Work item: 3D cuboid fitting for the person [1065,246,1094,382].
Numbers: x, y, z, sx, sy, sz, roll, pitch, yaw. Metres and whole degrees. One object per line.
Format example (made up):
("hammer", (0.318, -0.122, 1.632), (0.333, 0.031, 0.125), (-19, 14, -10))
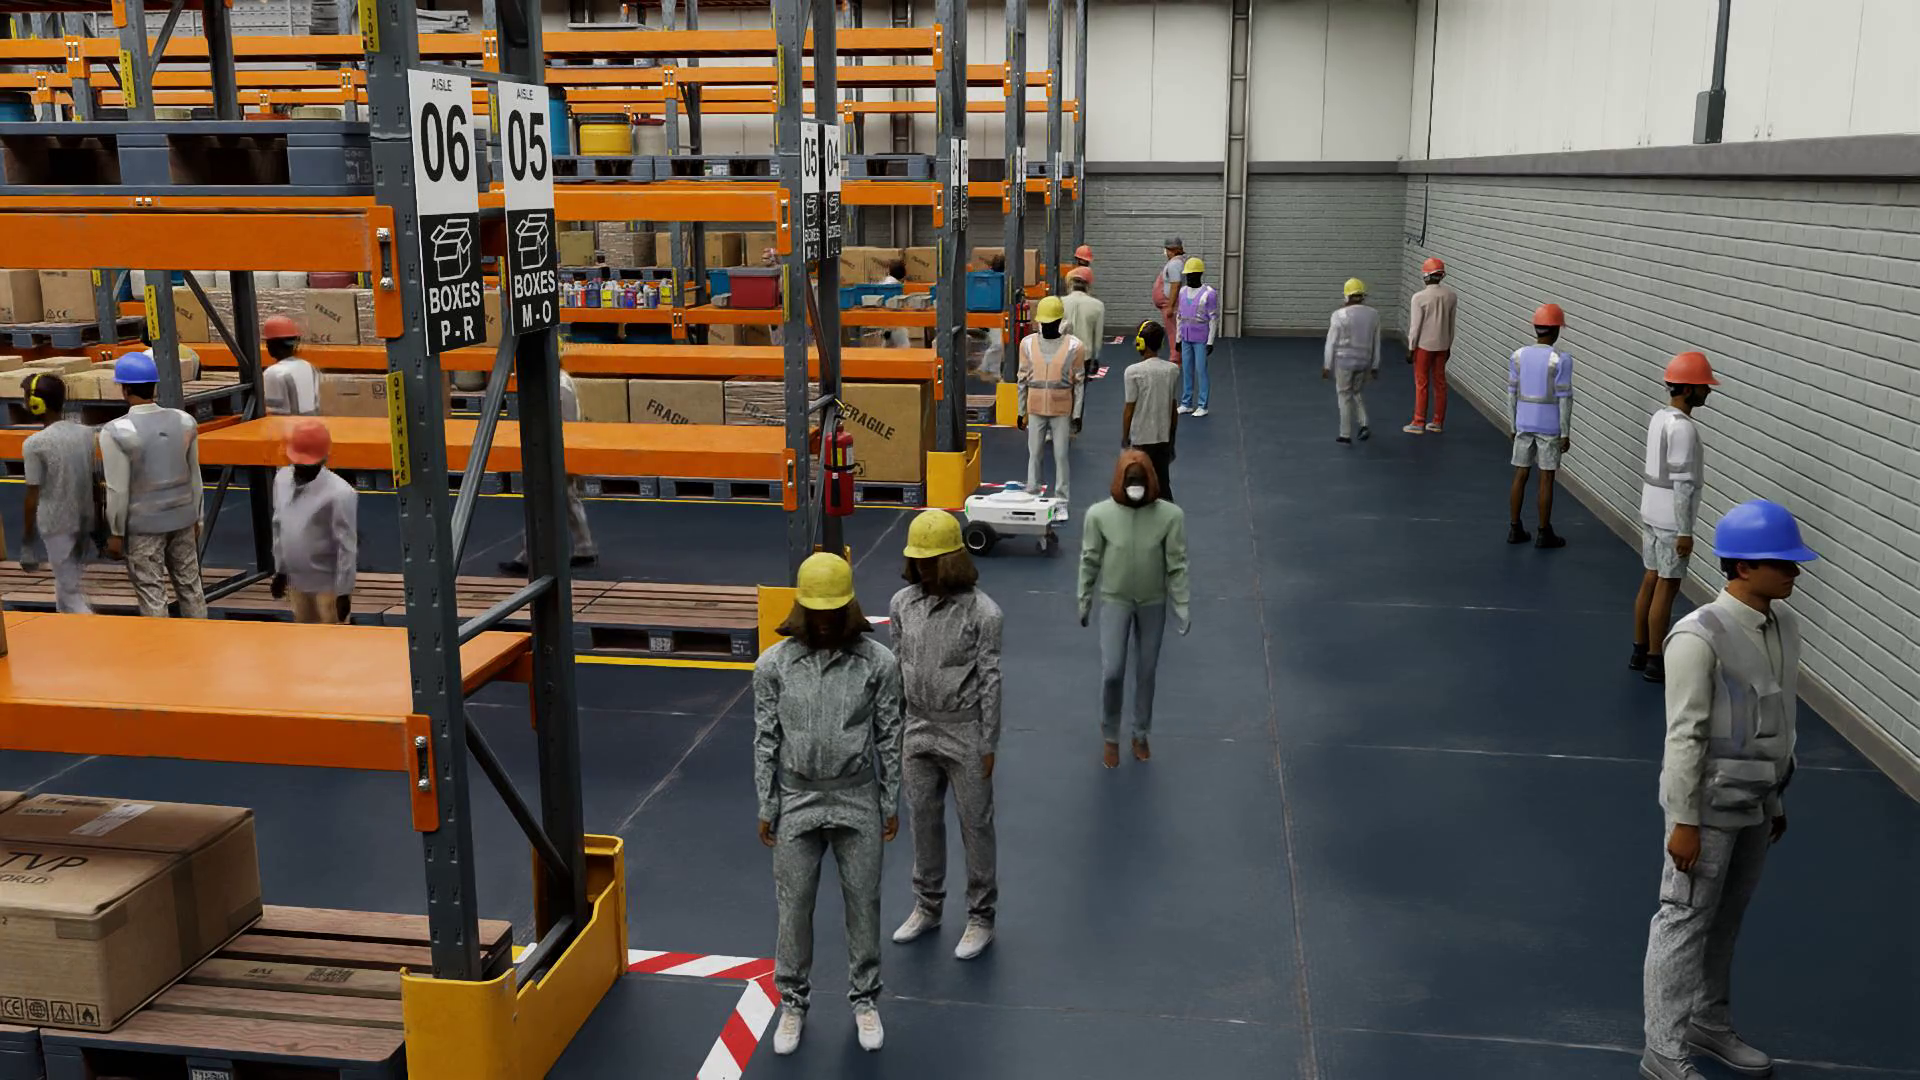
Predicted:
("person", (1.702, -3.173, 23.454), (0.374, 1.928, 0.542), (7, 14, 29))

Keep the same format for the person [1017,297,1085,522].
("person", (0.764, -1.109, 14.162), (0.585, 1.917, 0.381), (3, 13, 14))

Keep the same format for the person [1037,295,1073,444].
("person", (1.038, -1.854, 18.178), (0.313, 1.630, 0.527), (-12, 17, -43))

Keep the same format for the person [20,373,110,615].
("person", (-5.145, -0.040, 9.530), (0.801, 1.841, 0.544), (3, 13, 12))

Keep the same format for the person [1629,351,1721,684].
("person", (4.159, -0.128, 9.686), (0.354, 1.939, 0.544), (1, 13, 5))

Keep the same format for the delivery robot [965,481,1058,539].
("delivery robot", (0.406, -0.217, 13.020), (0.707, 0.478, 0.477), (3, 13, 11))

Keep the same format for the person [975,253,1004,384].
("person", (0.522, -3.070, 23.198), (0.432, 1.835, 0.662), (7, 14, 27))

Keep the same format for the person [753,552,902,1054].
("person", (-0.436, 0.886, 5.571), (0.493, 1.740, 0.325), (-1, 13, -5))

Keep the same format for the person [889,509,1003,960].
("person", (-0.067, 0.731, 6.277), (0.485, 1.734, 0.345), (7, 14, 28))

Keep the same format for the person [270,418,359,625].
("person", (-3.346, 0.197, 8.736), (0.617, 1.712, 0.428), (8, 15, 32))

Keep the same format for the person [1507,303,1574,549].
("person", (4.602, -0.903, 13.180), (0.355, 1.940, 0.542), (-10, 16, -38))

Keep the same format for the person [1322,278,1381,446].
("person", (4.248, -1.922, 18.054), (0.607, 1.815, 0.417), (-4, 13, -18))

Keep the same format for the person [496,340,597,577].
("person", (-3.072, -0.634, 12.284), (0.734, 1.796, 0.610), (-3, 13, -14))

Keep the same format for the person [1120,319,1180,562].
("person", (1.432, -0.728, 12.580), (0.507, 1.861, 0.327), (-7, 14, -30))

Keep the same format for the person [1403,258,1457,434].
("person", (5.346, -2.201, 18.914), (0.609, 1.995, 0.375), (-5, 14, -23))

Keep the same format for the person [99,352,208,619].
("person", (-4.627, -0.107, 9.566), (0.386, 1.948, 0.601), (6, 14, 26))

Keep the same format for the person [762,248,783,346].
("person", (-2.631, -3.157, 23.456), (0.396, 1.901, 0.643), (-1, 13, -6))

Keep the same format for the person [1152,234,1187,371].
("person", (3.145, -3.543, 24.866), (0.535, 2.000, 0.688), (4, 13, 16))

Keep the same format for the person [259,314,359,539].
("person", (-4.916, -0.731, 12.478), (0.773, 1.913, 0.546), (2, 13, 7))

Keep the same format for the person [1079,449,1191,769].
("person", (0.869, 0.348, 8.274), (0.530, 1.611, 0.538), (0, 12, -2))

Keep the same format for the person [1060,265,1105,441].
("person", (1.232, -2.023, 18.237), (0.615, 1.947, 0.811), (4, 13, 18))

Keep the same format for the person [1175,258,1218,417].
("person", (2.847, -2.462, 20.246), (0.382, 1.924, 0.594), (-10, 16, -39))

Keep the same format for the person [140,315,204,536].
("person", (-6.381, -0.900, 13.391), (0.429, 1.842, 0.633), (4, 13, 18))

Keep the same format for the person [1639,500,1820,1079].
("person", (2.453, 0.828, 5.337), (0.609, 1.950, 0.379), (-9, 16, -36))
